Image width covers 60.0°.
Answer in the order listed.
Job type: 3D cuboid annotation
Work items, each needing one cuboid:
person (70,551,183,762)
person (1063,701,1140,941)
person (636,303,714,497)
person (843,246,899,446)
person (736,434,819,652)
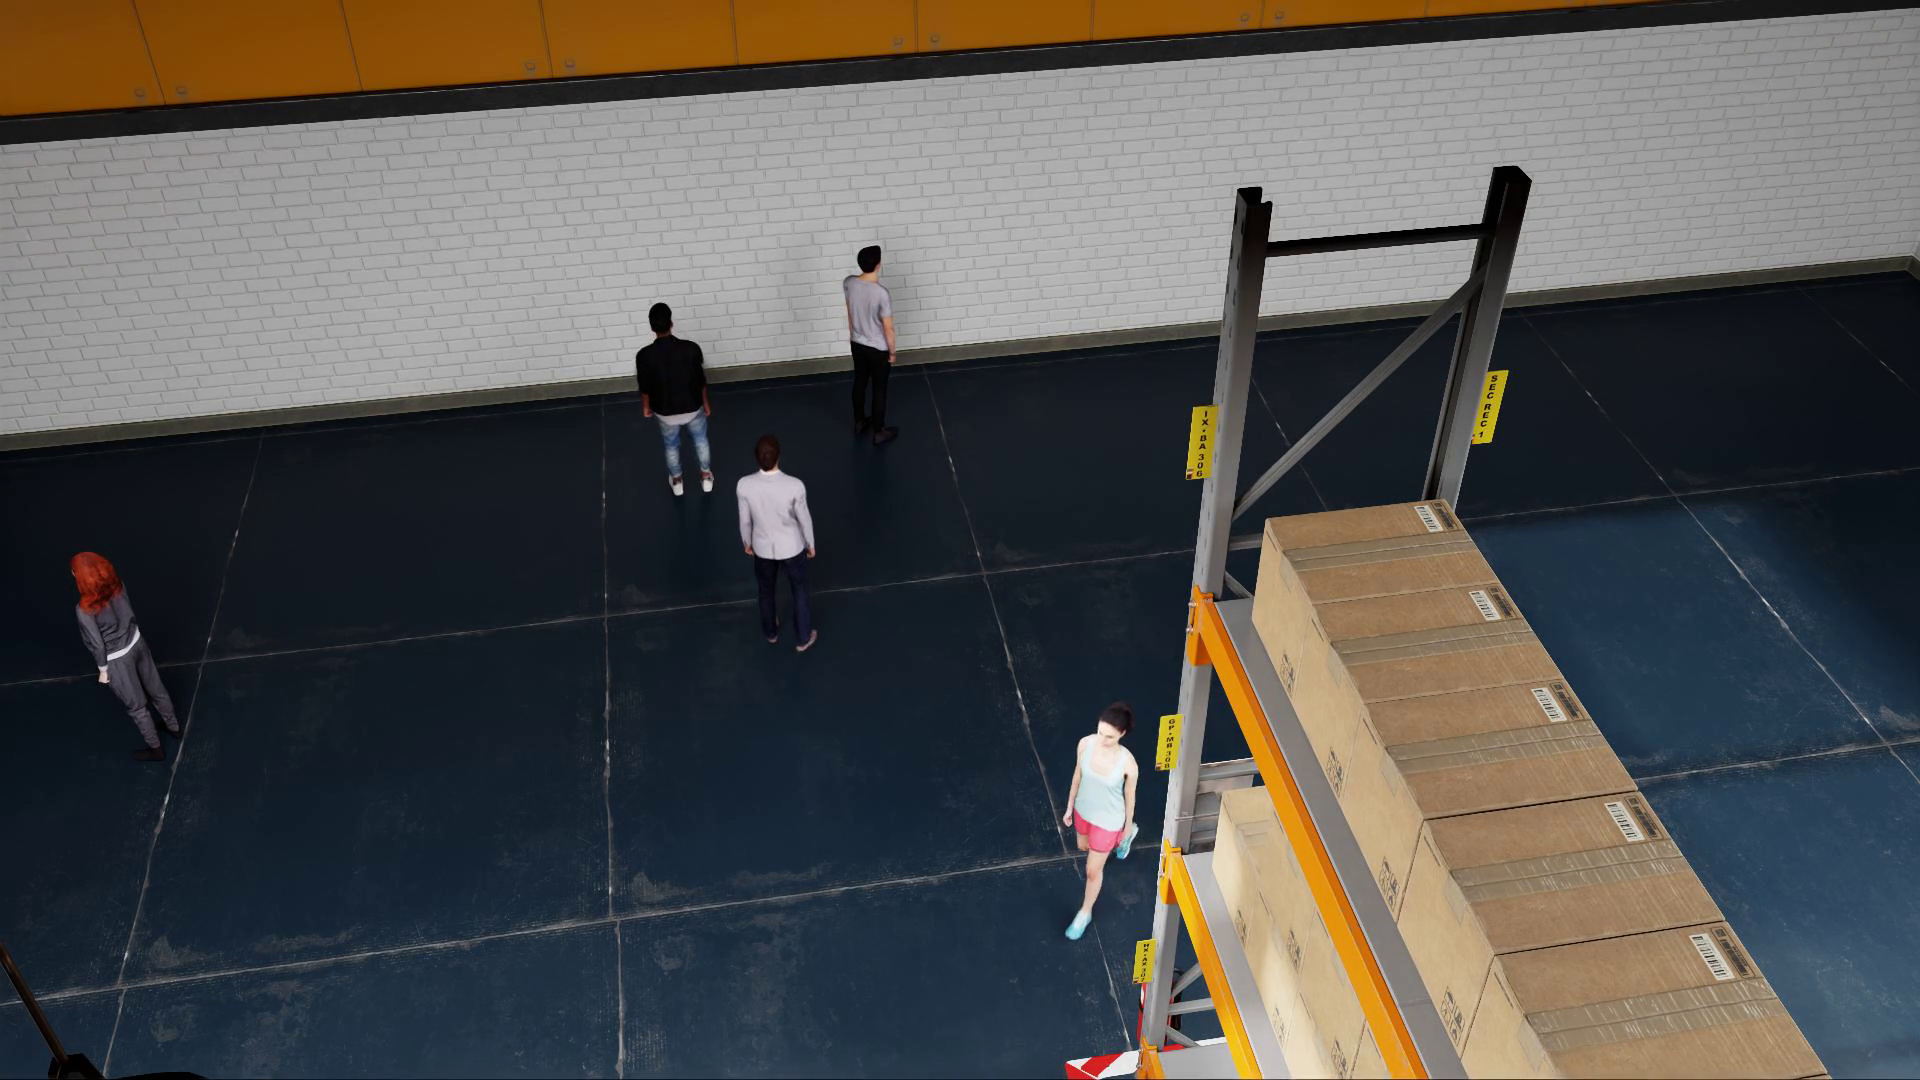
[{"bbox_3d":[-5.688,0.778,11.300,0.716,1.780,0.574,9,39,11],"label":"person"},{"bbox_3d":[0.899,1.646,10.242,1.056,1.744,1.074,26,45,29],"label":"person"},{"bbox_3d":[-2.321,-1.097,13.627,0.711,1.806,0.642,-6,39,-8],"label":"person"},{"bbox_3d":[-0.784,-1.681,14.312,0.723,1.863,0.788,24,45,27],"label":"person"},{"bbox_3d":[-1.337,0.035,12.170,0.760,1.854,0.722,3,39,4],"label":"person"}]
